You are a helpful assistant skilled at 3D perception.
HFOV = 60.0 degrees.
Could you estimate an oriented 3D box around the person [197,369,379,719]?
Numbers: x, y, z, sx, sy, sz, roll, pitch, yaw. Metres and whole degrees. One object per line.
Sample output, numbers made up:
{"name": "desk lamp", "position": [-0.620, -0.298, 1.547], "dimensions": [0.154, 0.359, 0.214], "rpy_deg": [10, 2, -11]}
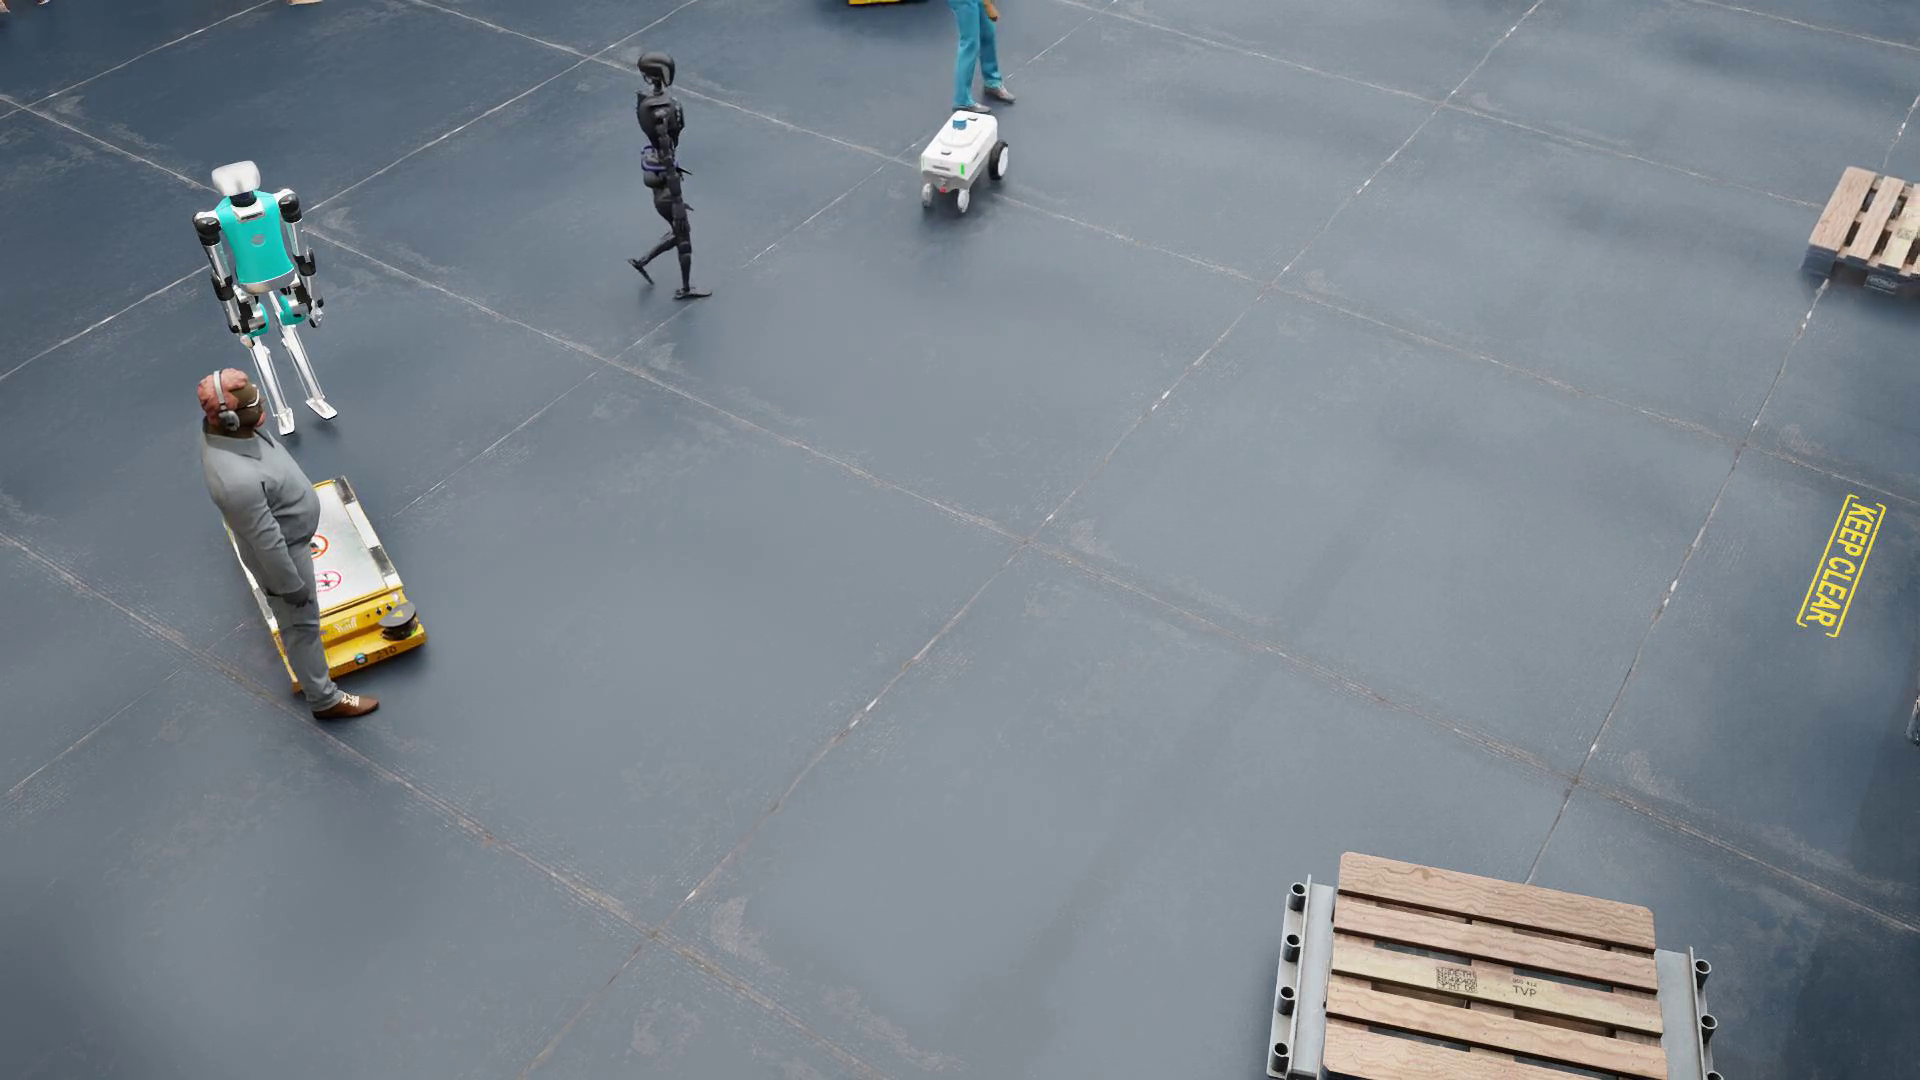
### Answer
{"name": "person", "position": [-3.061, 0.024, 7.525], "dimensions": [0.413, 1.908, 0.638], "rpy_deg": [-18, 45, -19]}

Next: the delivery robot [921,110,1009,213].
{"name": "delivery robot", "position": [0.006, -2.680, 11.572], "dimensions": [0.499, 0.606, 0.794], "rpy_deg": [14, 44, 15]}

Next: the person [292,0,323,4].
{"name": "person", "position": [-5.481, -5.216, 13.533], "dimensions": [0.409, 1.719, 0.472], "rpy_deg": [-9, 43, -10]}

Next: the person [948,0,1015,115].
{"name": "person", "position": [0.113, -3.965, 12.049], "dimensions": [0.506, 1.825, 0.567], "rpy_deg": [10, 43, 10]}

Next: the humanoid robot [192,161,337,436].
{"name": "humanoid robot", "position": [-3.822, -1.384, 9.126], "dimensions": [0.533, 1.677, 0.735], "rpy_deg": [-24, 47, -25]}

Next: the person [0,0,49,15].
{"name": "person", "position": [-7.791, -5.154, 13.360], "dimensions": [0.506, 1.851, 0.715], "rpy_deg": [-1, 42, -1]}

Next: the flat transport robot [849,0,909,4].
{"name": "flat transport robot", "position": [-0.702, -5.026, 14.403], "dimensions": [0.659, 0.231, 1.431], "rpy_deg": [-6, 42, -6]}

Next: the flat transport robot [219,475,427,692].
{"name": "flat transport robot", "position": [-3.316, 0.166, 8.594], "dimensions": [0.659, 0.231, 1.431], "rpy_deg": [-23, 46, -23]}

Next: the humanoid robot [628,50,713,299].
{"name": "humanoid robot", "position": [-1.852, -2.205, 10.191], "dimensions": [0.489, 1.640, 0.609], "rpy_deg": [-9, 43, -10]}
